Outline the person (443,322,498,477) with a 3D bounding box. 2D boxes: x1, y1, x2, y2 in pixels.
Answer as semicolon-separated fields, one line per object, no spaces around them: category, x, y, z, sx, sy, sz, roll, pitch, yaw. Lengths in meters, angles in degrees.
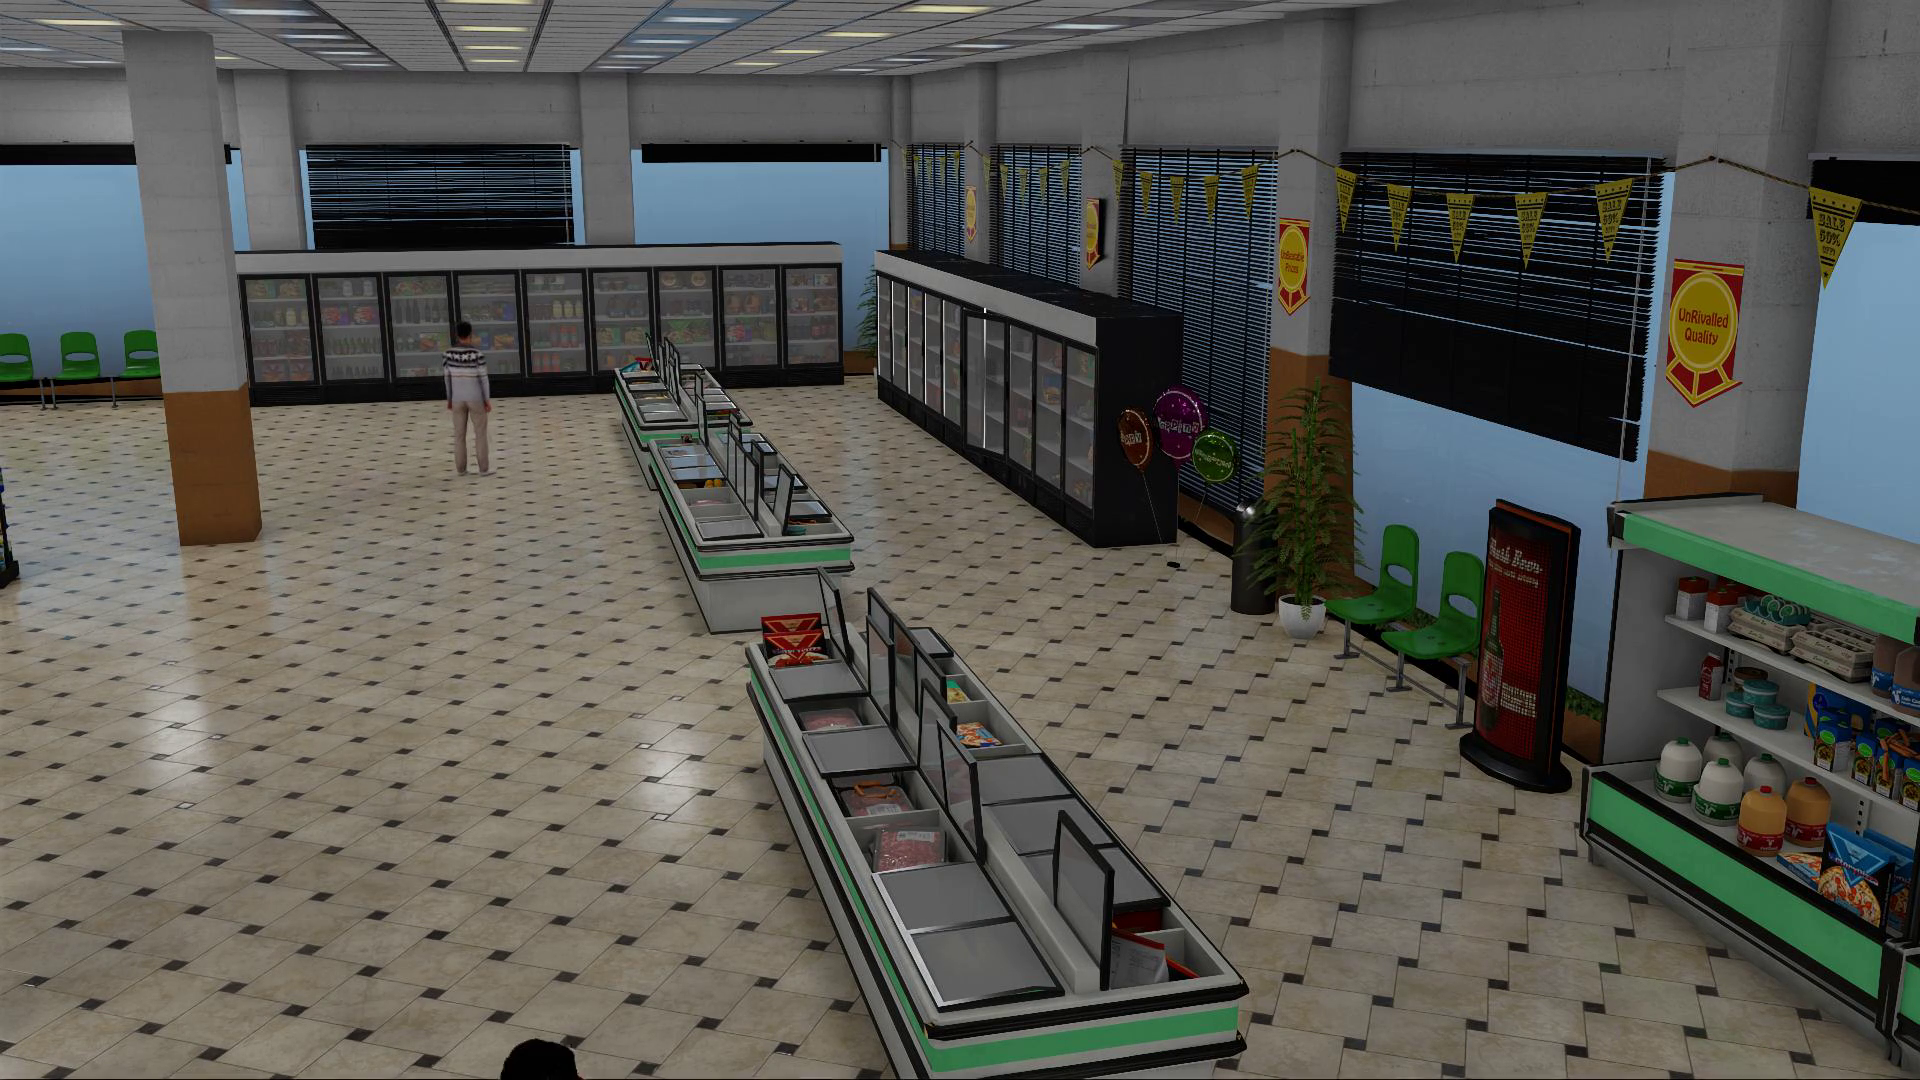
person;-5.933;-1.697;20.040;0.750;1.860;0.671;1;14;3
